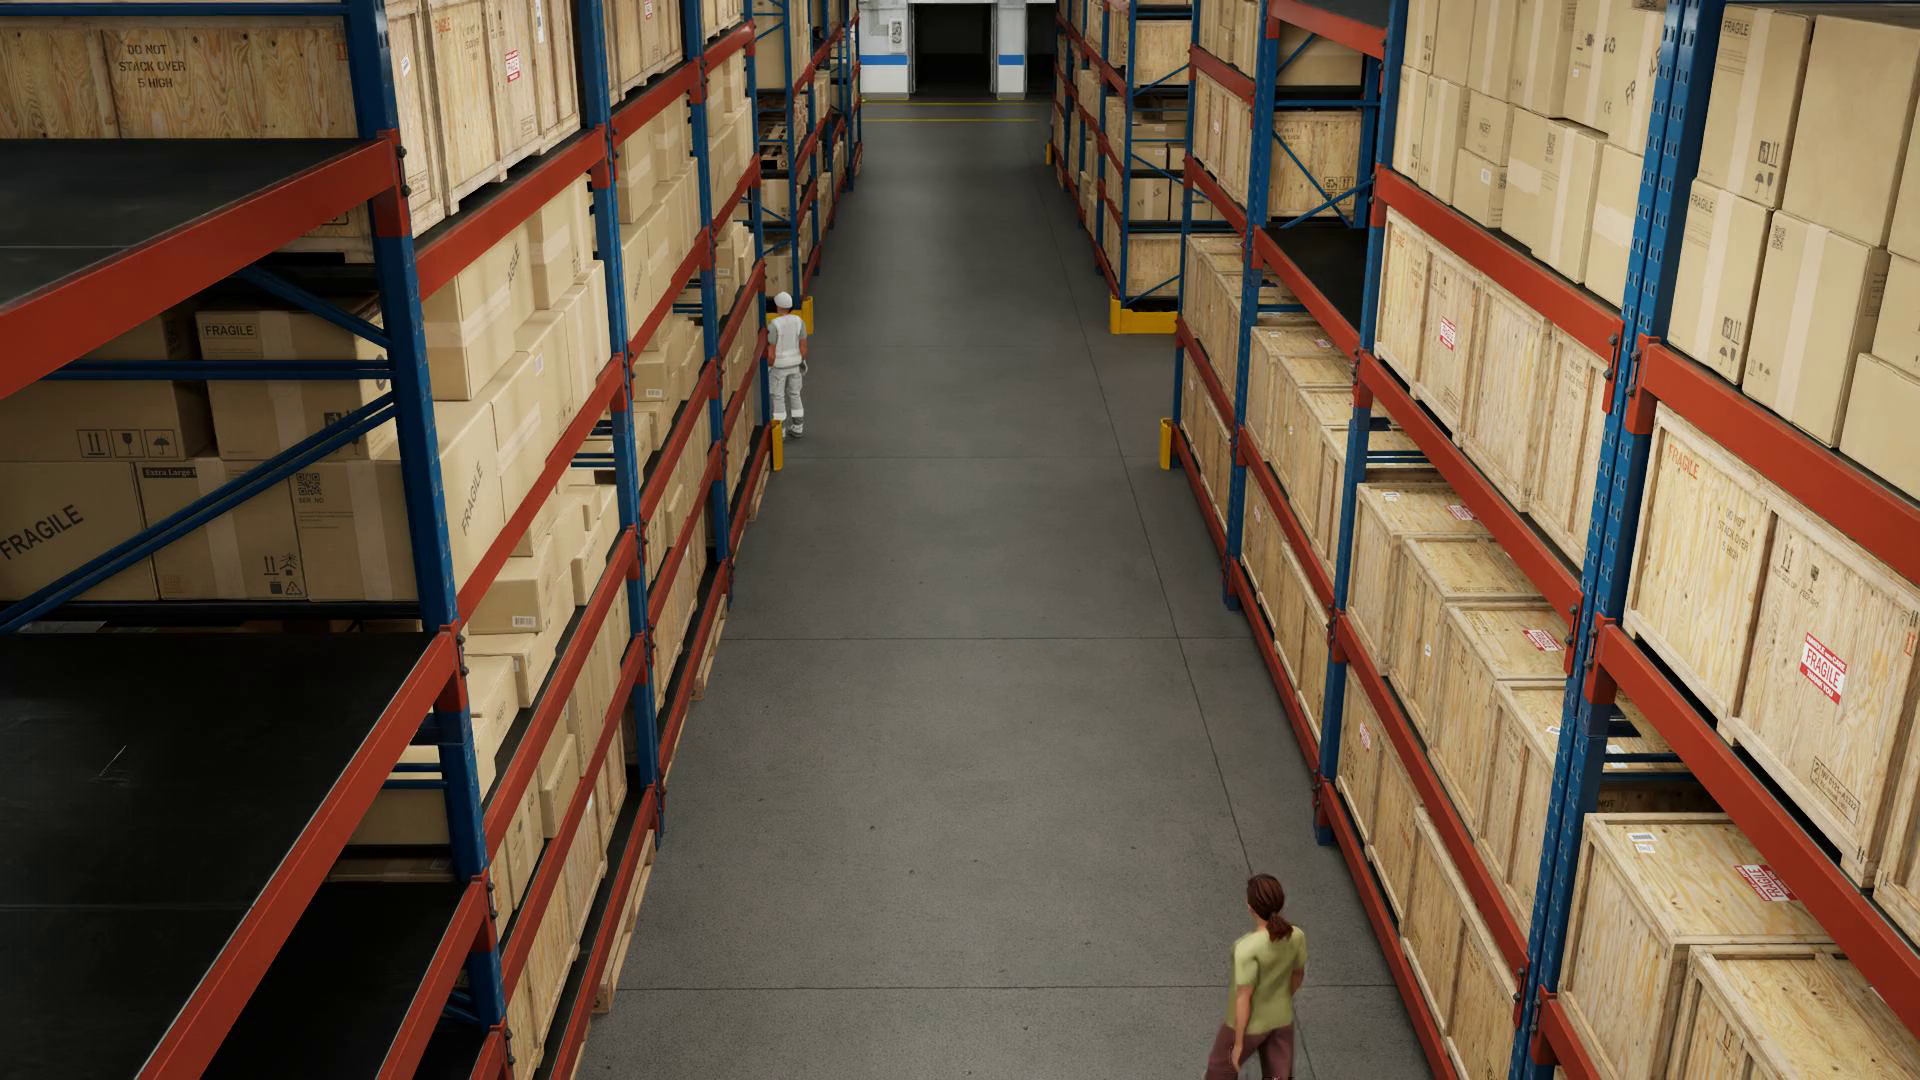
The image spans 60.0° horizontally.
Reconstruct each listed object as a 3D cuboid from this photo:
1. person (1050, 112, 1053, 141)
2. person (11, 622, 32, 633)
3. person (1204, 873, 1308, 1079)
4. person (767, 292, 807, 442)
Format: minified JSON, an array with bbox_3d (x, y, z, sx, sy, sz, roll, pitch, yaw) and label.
[{"bbox_3d":[2.353,-9.972,40.036,0.501,1.582,0.508,-8,23,-20],"label":"person"},{"bbox_3d":[-8.296,0.169,14.207,0.487,1.658,0.637,-6,22,-15],"label":"person"},{"bbox_3d":[1.490,2.407,8.485,0.488,1.655,0.780,-8,23,-20],"label":"person"},{"bbox_3d":[-2.088,-2.070,19.729,0.541,1.793,0.391,-16,26,-34],"label":"person"}]
